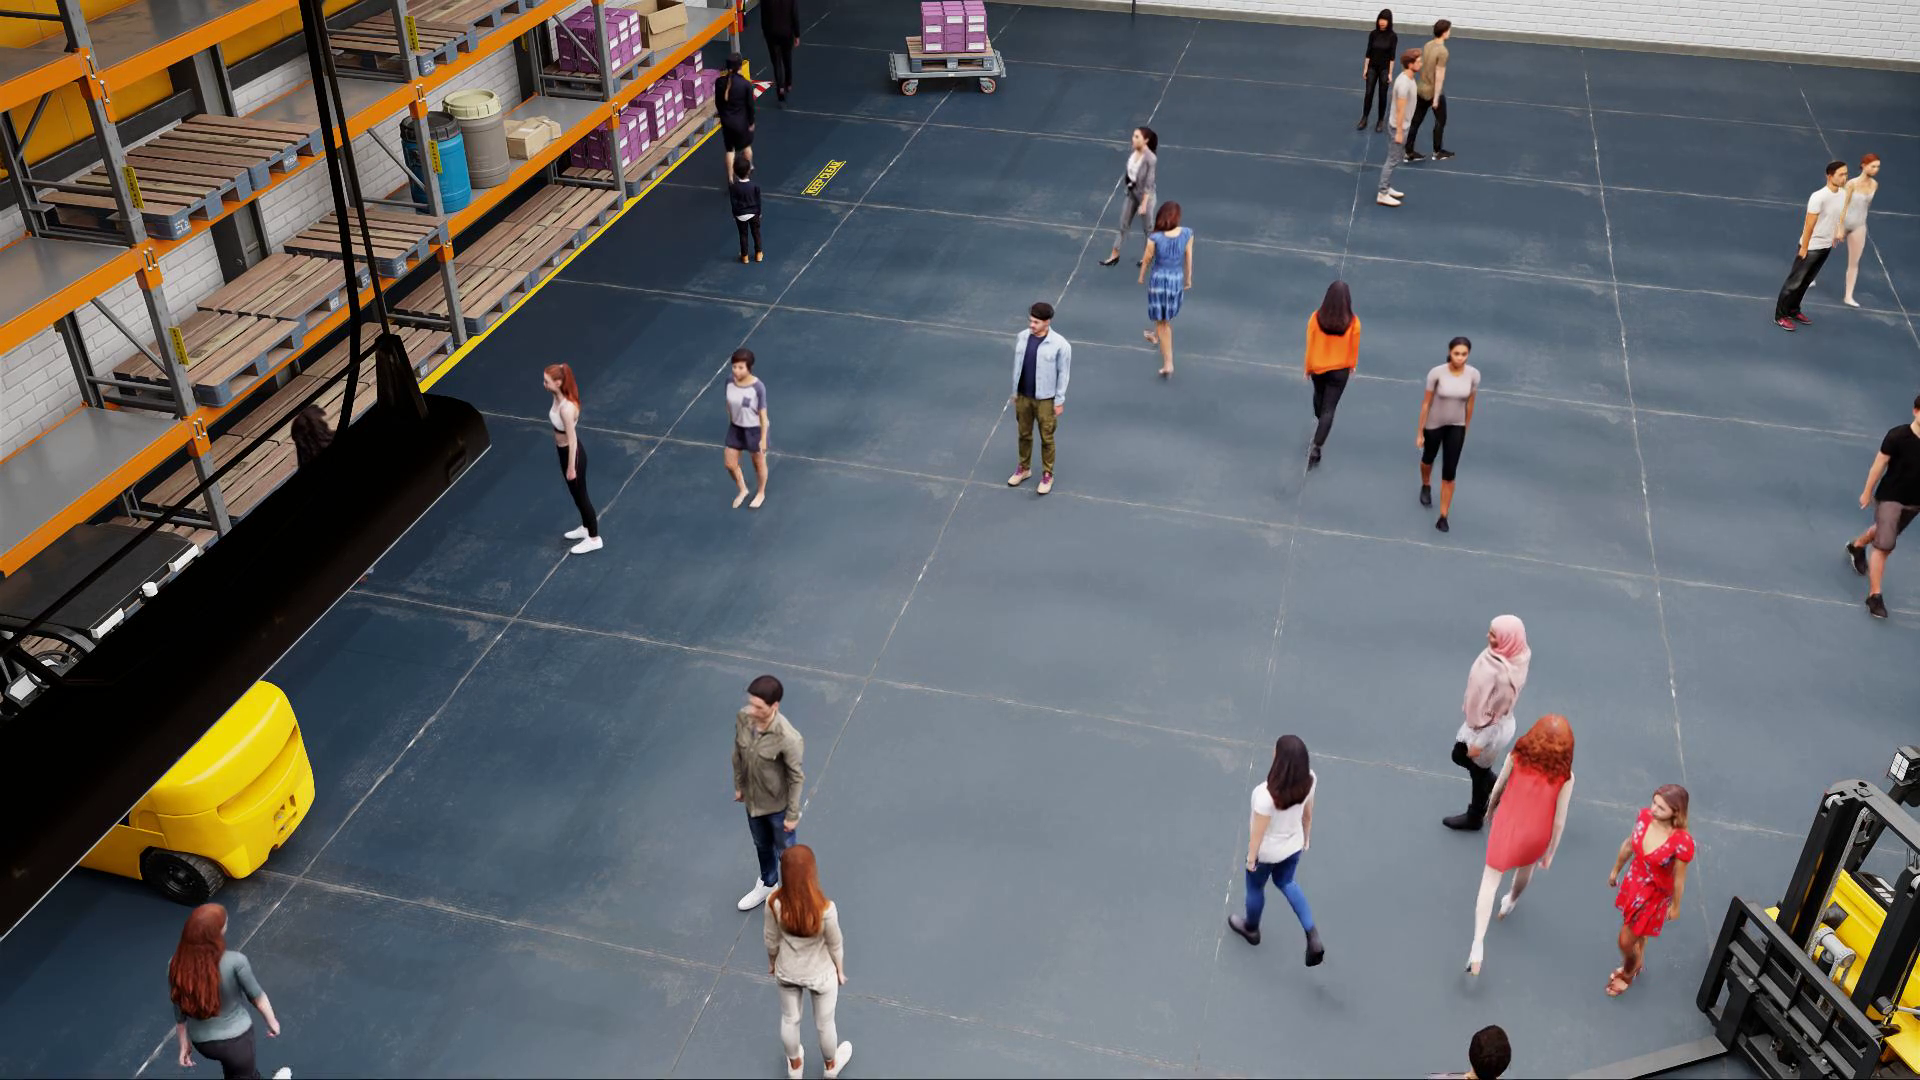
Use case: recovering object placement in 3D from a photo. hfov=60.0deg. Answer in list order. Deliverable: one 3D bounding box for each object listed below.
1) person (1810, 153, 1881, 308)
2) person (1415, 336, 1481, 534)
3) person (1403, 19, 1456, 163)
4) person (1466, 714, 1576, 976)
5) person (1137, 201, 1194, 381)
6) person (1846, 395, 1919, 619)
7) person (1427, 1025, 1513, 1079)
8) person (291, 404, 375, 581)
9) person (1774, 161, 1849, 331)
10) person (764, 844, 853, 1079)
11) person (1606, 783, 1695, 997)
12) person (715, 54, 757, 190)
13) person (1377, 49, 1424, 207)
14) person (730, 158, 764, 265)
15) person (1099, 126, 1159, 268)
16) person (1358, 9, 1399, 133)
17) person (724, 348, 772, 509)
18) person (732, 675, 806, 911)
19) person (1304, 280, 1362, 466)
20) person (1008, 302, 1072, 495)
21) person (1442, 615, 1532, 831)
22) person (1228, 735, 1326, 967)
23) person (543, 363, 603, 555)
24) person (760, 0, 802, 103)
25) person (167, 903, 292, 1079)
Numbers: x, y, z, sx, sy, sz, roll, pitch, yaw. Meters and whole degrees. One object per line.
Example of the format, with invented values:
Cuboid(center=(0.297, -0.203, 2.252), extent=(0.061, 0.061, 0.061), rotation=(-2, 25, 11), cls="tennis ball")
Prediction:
Cuboid(center=(9.573, -3.409, 18.051), extent=(0.799, 1.599, 1.129), rotation=(-3, 34, -5), cls="person")
Cuboid(center=(4.144, -0.992, 14.325), extent=(0.719, 1.699, 1.167), rotation=(4, 34, 6), cls="person")
Cuboid(center=(5.952, -5.733, 21.337), extent=(1.019, 1.834, 1.010), rotation=(-10, 35, -14), cls="person")
Cuboid(center=(3.332, 1.840, 9.984), extent=(0.758, 1.790, 1.189), rotation=(14, 36, 20), cls="person")
Cuboid(center=(2.077, -2.424, 16.422), extent=(1.051, 1.763, 1.184), rotation=(-12, 36, -18), cls="person")
Cuboid(center=(7.492, -0.391, 13.302), extent=(0.889, 1.831, 1.283), rotation=(0, 34, -1), cls="person")
Cuboid(center=(2.406, 3.133, 8.030), extent=(0.846, 1.798, 1.224), rotation=(14, 36, 21), cls="person")
Cuboid(center=(-5.082, -0.381, 13.478), extent=(0.704, 1.620, 0.716), rotation=(-9, 35, -13), cls="person")
Cuboid(center=(8.934, -3.103, 17.407), extent=(0.709, 1.804, 0.772), rotation=(-18, 38, -25), cls="person")
Cuboid(center=(-0.859, 2.382, 9.240), extent=(0.606, 1.709, 0.564), rotation=(5, 34, 8), cls="person")
Cuboid(center=(4.144, 2.050, 9.857), extent=(0.794, 1.580, 0.731), rotation=(-13, 36, -19), cls="person")
Cuboid(center=(-2.818, -5.134, 20.619), extent=(0.749, 1.631, 1.053), rotation=(6, 34, 9), cls="person")
Cuboid(center=(5.347, -5.037, 20.233), extent=(0.709, 1.896, 0.479), rotation=(10, 35, 15), cls="person")
Cuboid(center=(-2.419, -3.744, 18.894), extent=(0.578, 1.224, 0.606), rotation=(-8, 34, -11), cls="person")
Cuboid(center=(2.100, -3.832, 18.639), extent=(1.025, 1.654, 0.965), rotation=(-18, 38, -25), cls="person")
Cuboid(center=(5.665, -6.351, 22.444), extent=(0.589, 1.638, 0.559), rotation=(15, 36, 21), cls="person")
Cuboid(center=(-1.811, -1.007, 14.479), extent=(0.628, 1.554, 0.636), rotation=(14, 36, 20), cls="person")
Cuboid(center=(-1.160, 1.587, 10.292), extent=(0.780, 1.869, 0.740), rotation=(23, 40, 30), cls="person")
Cuboid(center=(3.323, -1.478, 15.050), extent=(0.764, 1.706, 1.145), rotation=(16, 37, 22), cls="person")
Cuboid(center=(0.688, -1.272, 14.647), extent=(0.733, 1.810, 0.664), rotation=(18, 38, 25), cls="person")
Cuboid(center=(3.560, 1.241, 10.883), extent=(0.758, 1.791, 0.715), rotation=(4, 34, 6), cls="person")
Cuboid(center=(1.959, 1.916, 9.979), extent=(0.971, 1.667, 1.008), rotation=(-20, 39, -27), cls="person")
Cuboid(center=(-3.223, -0.687, 13.828), extent=(0.720, 1.742, 0.626), rotation=(-12, 35, -17), cls="person")
Cuboid(center=(-2.546, -7.094, 23.373), extent=(1.036, 1.847, 1.256), rotation=(-6, 34, -9), cls="person")
Cuboid(center=(-3.904, 2.715, 8.755), extent=(0.726, 1.692, 1.038), rotation=(-1, 34, -2), cls="person")
